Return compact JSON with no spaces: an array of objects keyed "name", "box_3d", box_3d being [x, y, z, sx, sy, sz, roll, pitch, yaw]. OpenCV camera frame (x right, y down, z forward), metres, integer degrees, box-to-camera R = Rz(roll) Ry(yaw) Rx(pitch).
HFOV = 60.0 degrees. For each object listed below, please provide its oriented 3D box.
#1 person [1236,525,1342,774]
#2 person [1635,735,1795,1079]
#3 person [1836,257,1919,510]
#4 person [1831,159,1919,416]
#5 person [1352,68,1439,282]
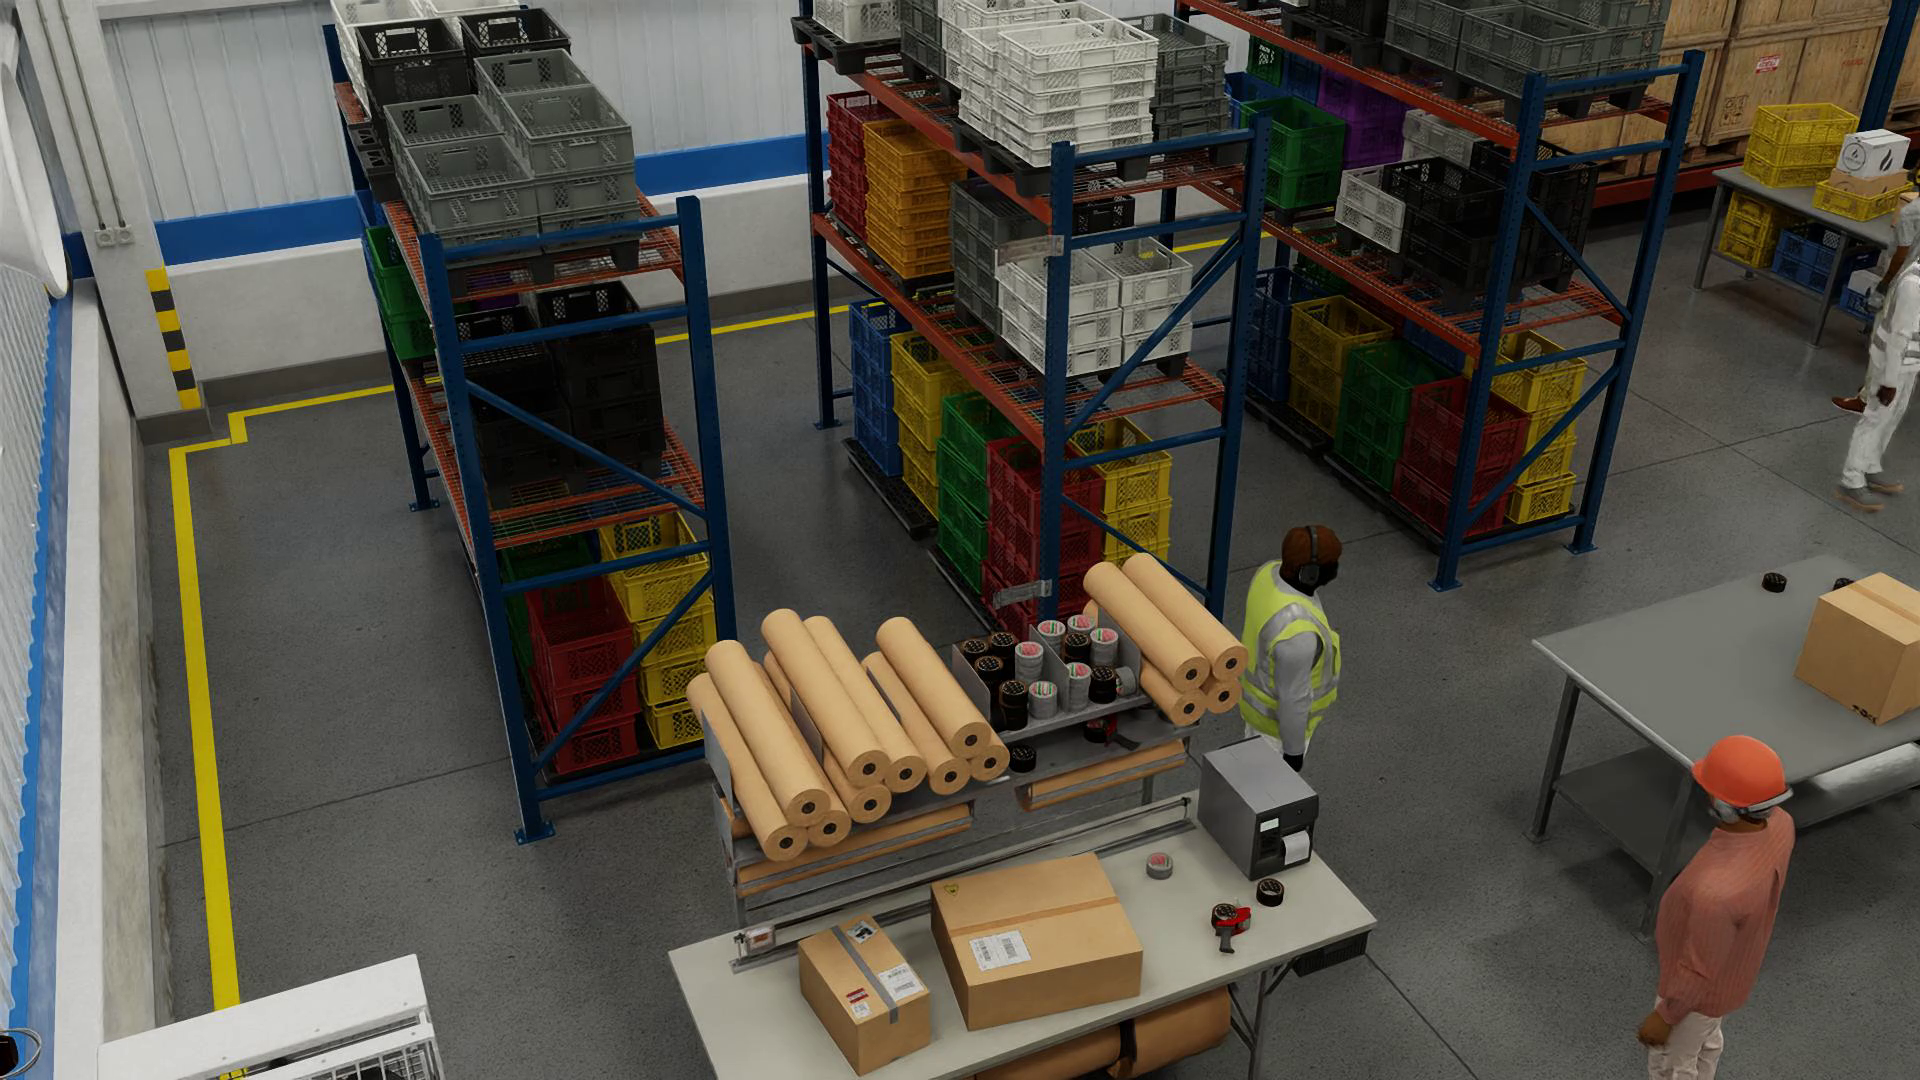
[{"name":"person","box_3d":[1.417,0.735,7.274,0.429,1.836,0.628,-1,32,-1]},{"name":"person","box_3d":[2.586,1.513,5.863,0.392,1.988,0.608,25,40,35]},{"name":"person","box_3d":[5.774,-1.087,10.189,0.384,1.878,0.610,25,40,35]},{"name":"person","box_3d":[6.351,-1.730,11.246,0.513,1.867,0.329,-16,35,-24]},{"name":"person","box_3d":[3.489,-2.952,13.209,0.671,1.896,0.679,-17,35,-25]}]
